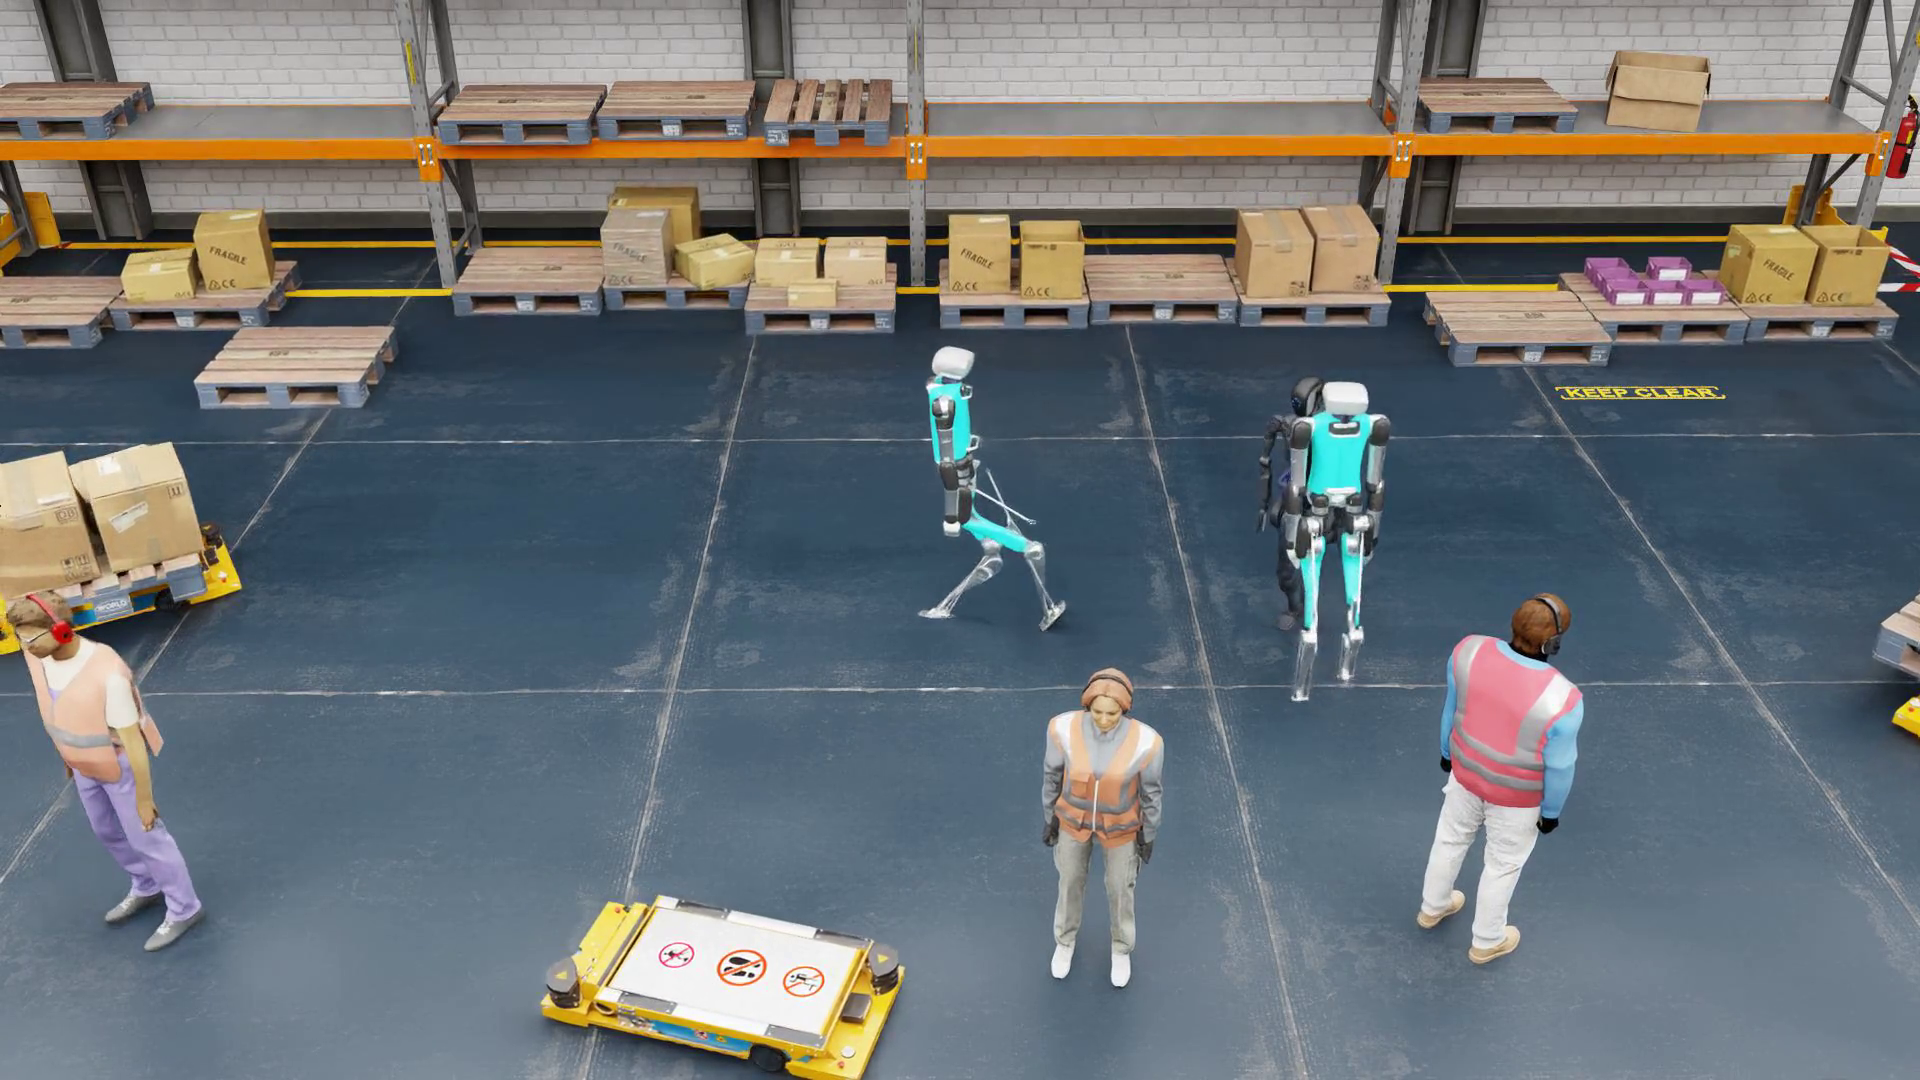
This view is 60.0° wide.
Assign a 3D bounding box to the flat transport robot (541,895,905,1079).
[{"bbox_3d":[-1.018,1.922,7.211,1.431,0.231,0.659,8,32,14],"label":"flat transport robot"}]

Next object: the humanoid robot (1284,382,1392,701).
[{"bbox_3d":[2.020,0.118,8.831,0.533,1.804,0.789,-2,31,-3],"label":"humanoid robot"}]

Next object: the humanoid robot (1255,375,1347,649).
[{"bbox_3d":[1.953,-0.170,9.326,0.601,1.641,0.346,21,37,31],"label":"humanoid robot"}]

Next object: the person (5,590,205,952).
[{"bbox_3d":[-3.660,0.992,7.240,0.672,1.833,0.390,16,34,24],"label":"person"}]

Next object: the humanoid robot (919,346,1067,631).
[{"bbox_3d":[0.264,-0.243,9.426,0.990,1.773,0.531,3,31,5],"label":"humanoid robot"}]

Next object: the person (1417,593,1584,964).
[{"bbox_3d":[2.346,1.023,7.197,0.431,1.835,0.628,-23,38,-33],"label":"person"}]

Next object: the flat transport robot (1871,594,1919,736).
[{"bbox_3d":[5.755,0.810,9.063,1.431,0.231,0.659,-23,38,-33],"label":"flat transport robot"}]

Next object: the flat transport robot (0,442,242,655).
[{"bbox_3d":[-5.121,0.281,9.942,1.431,0.231,0.659,-17,35,-26],"label":"flat transport robot"}]

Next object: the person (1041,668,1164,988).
[{"bbox_3d":[0.594,1.219,7.059,0.506,1.629,0.314,8,32,13],"label":"person"}]
